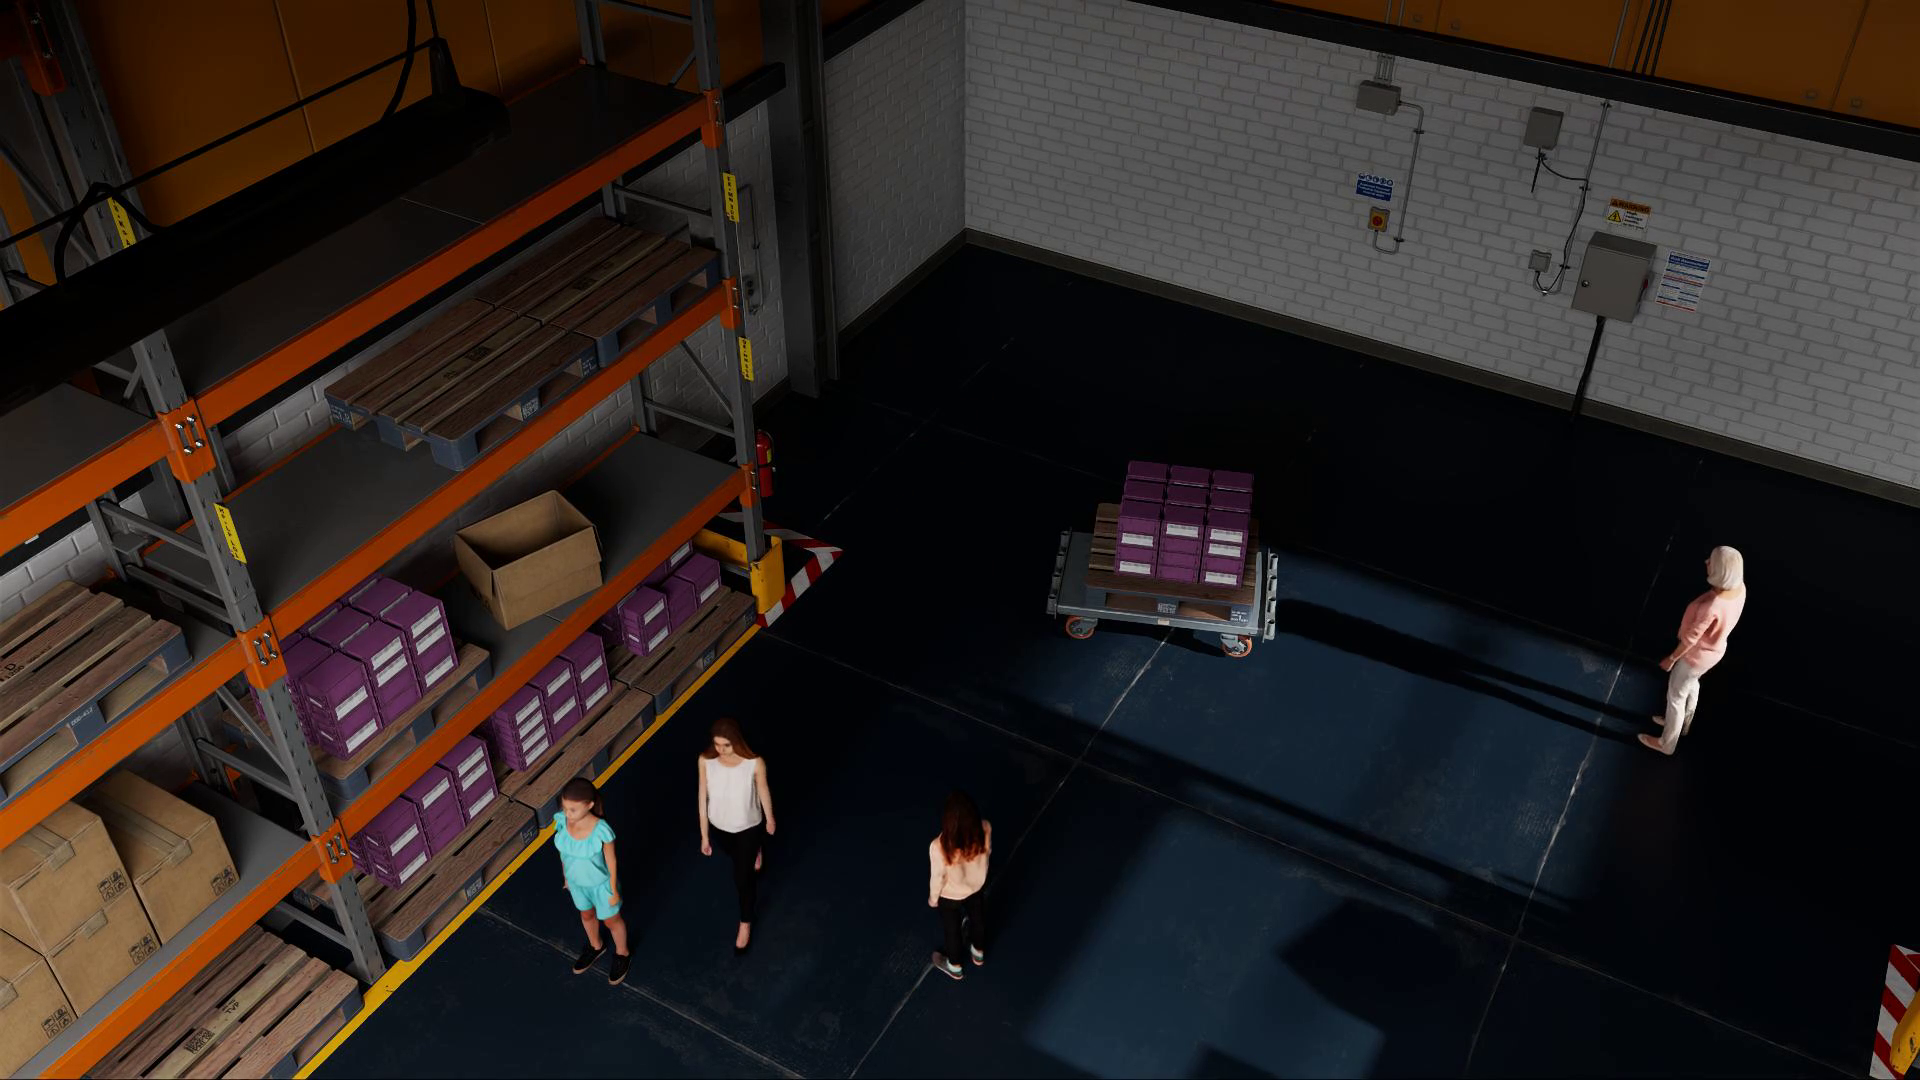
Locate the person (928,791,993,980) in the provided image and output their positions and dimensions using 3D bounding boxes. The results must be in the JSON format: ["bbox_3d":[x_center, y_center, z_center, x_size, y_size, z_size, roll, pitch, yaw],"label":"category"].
[{"bbox_3d":[0.005,1.985,9.589,0.590,1.479,0.702,-23,44,-26],"label":"person"}]

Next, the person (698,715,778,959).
[{"bbox_3d":[-1.323,1.610,9.892,0.766,1.687,1.115,8,39,10],"label":"person"}]

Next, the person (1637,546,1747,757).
[{"bbox_3d":[4.891,0.746,10.949,0.595,1.718,0.734,-29,47,-31],"label":"person"}]

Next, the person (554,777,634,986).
[{"bbox_3d":[-2.116,1.942,9.580,0.575,1.558,0.581,14,41,17],"label":"person"}]
